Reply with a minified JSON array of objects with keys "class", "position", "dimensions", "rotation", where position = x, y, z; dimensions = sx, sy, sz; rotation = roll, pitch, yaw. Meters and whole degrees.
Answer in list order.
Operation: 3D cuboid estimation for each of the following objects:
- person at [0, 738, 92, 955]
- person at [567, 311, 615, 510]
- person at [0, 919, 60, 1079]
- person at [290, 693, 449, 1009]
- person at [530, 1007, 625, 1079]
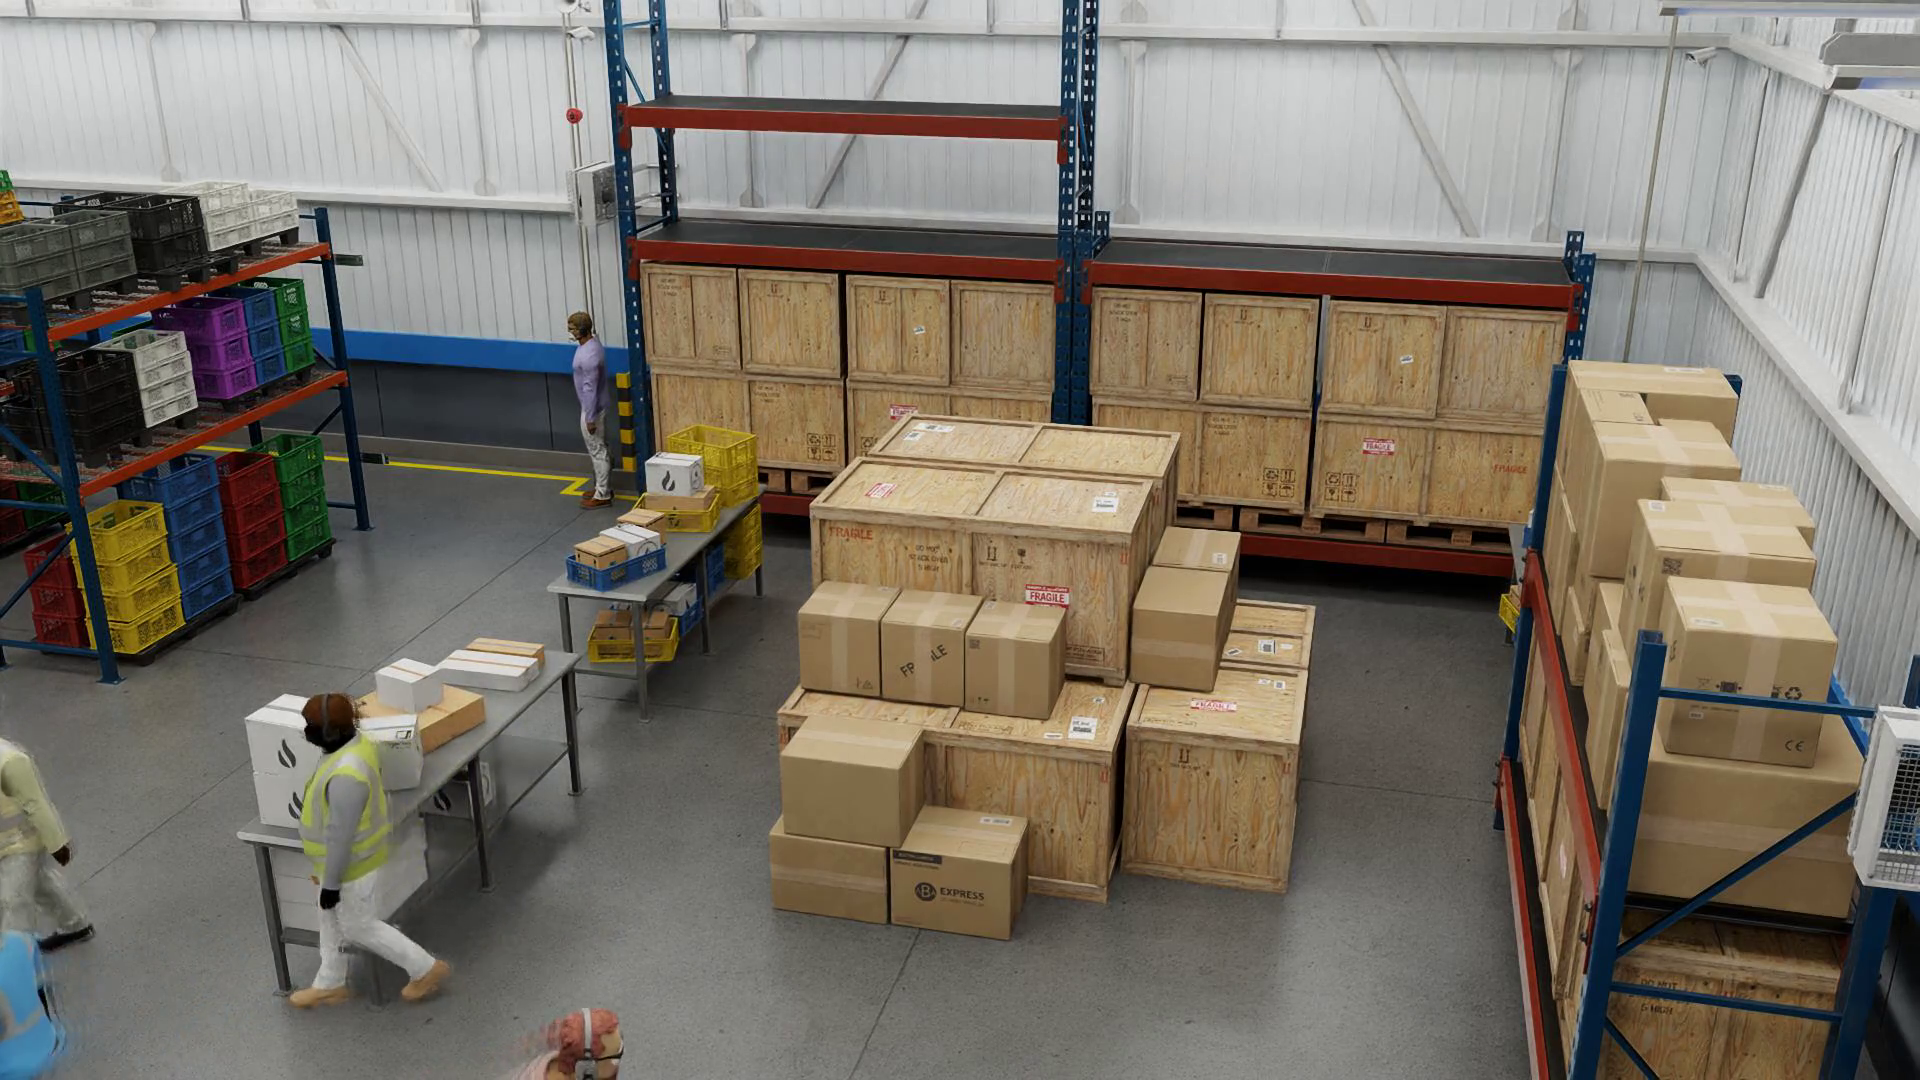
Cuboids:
[{"class":"person","position":[-5.073,1.567,8.840],"dimensions":[0.612,1.776,0.789],"rotation":[9,23,23]},{"class":"person","position":[-3.537,-1.255,15.988],"dimensions":[0.374,1.933,0.625],"rotation":[-3,21,-9]},{"class":"person","position":[-4.197,2.251,7.167],"dimensions":[0.805,1.657,0.553],"rotation":[-2,21,-4]},{"class":"person","position":[-3.146,1.627,8.598],"dimensions":[0.789,1.818,0.634],"rotation":[-7,22,-19]},{"class":"person","position":[-1.382,2.537,6.126],"dimensions":[0.461,1.887,0.669],"rotation":[-9,23,-23]}]
